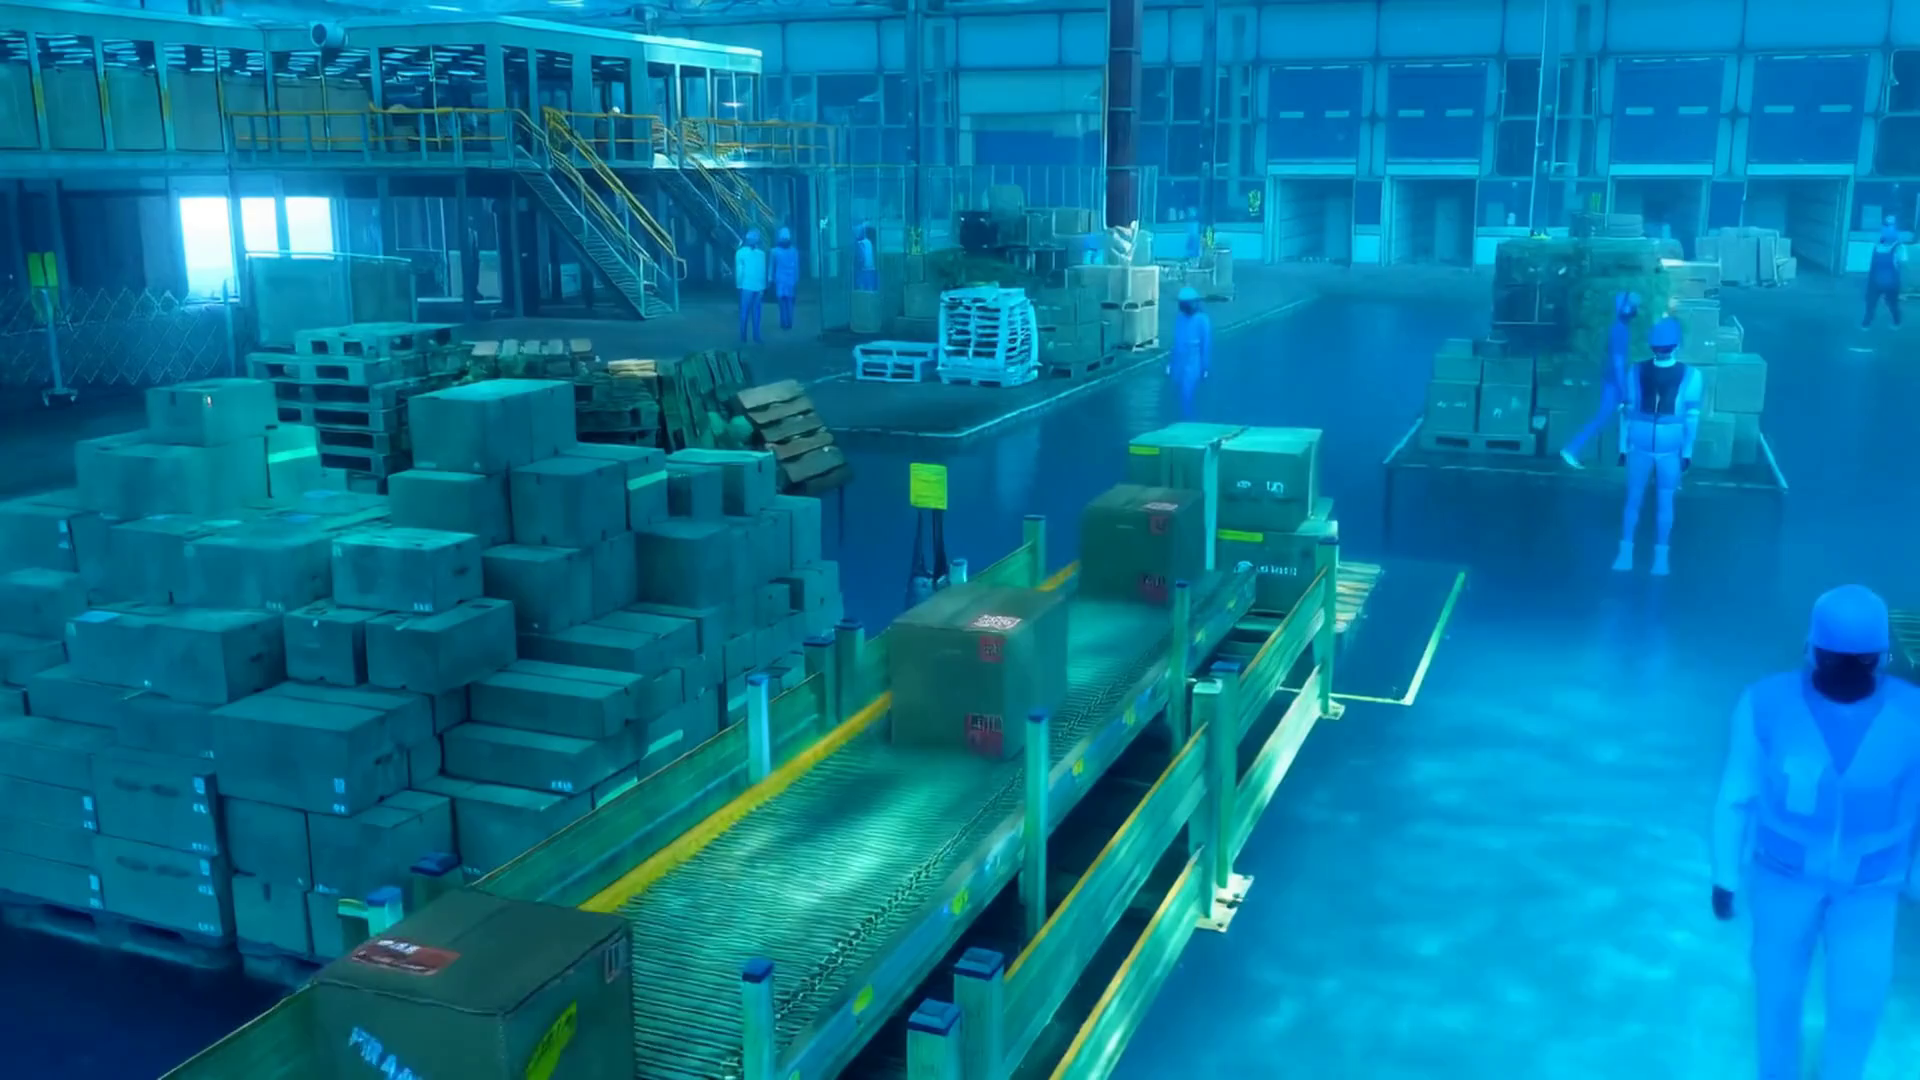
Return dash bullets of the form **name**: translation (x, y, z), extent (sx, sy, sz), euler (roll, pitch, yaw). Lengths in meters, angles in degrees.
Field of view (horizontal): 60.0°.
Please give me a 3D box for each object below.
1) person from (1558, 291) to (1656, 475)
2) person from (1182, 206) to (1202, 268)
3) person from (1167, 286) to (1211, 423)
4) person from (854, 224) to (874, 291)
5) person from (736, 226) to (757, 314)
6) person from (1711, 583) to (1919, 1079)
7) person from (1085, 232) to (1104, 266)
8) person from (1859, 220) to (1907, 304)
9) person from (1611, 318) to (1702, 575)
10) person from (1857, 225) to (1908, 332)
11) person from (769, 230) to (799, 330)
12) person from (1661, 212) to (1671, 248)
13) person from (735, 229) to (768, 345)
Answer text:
- **person**: translation (6.513, -1.562, 16.603), extent (0.950, 1.823, 0.533), euler (6, 14, 24)
- **person**: translation (7.265, -9.275, 50.998), extent (0.936, 1.912, 0.606), euler (10, 16, 39)
- **person**: translation (2.551, -1.979, 18.673), extent (0.503, 1.725, 0.481), euler (11, 17, 42)
- **person**: translation (-1.960, -5.489, 34.017), extent (0.393, 1.911, 0.595), euler (3, 13, 12)
- **person**: translation (-4.457, -5.642, 34.862), extent (0.541, 1.833, 0.477), euler (7, 14, 29)
- **person**: translation (2.596, 1.018, 5.016), extent (0.628, 1.814, 0.518), euler (6, 14, 24)
- **person**: translation (2.405, -4.783, 30.946), extent (0.780, 1.853, 0.608), euler (-4, 13, -17)
- **person**: translation (20.800, -6.218, 37.348), extent (0.991, 1.875, 0.605), euler (10, 16, 38)
- **person**: translation (5.215, -0.696, 12.460), extent (0.542, 1.929, 0.374), euler (7, 14, 30)
- **person**: translation (17.322, -4.895, 31.042), extent (0.972, 2.000, 0.689), euler (-6, 14, -26)
- **person**: translation (-3.354, -4.981, 31.776), extent (0.547, 1.896, 0.979), euler (-1, 13, -3)
- **person**: translation (19.391, -8.096, 45.835), extent (0.408, 1.856, 0.511), euler (4, 13, 18)
- **person**: translation (-3.605, -4.382, 28.844), extent (0.609, 1.995, 0.378), euler (-10, 16, -39)
